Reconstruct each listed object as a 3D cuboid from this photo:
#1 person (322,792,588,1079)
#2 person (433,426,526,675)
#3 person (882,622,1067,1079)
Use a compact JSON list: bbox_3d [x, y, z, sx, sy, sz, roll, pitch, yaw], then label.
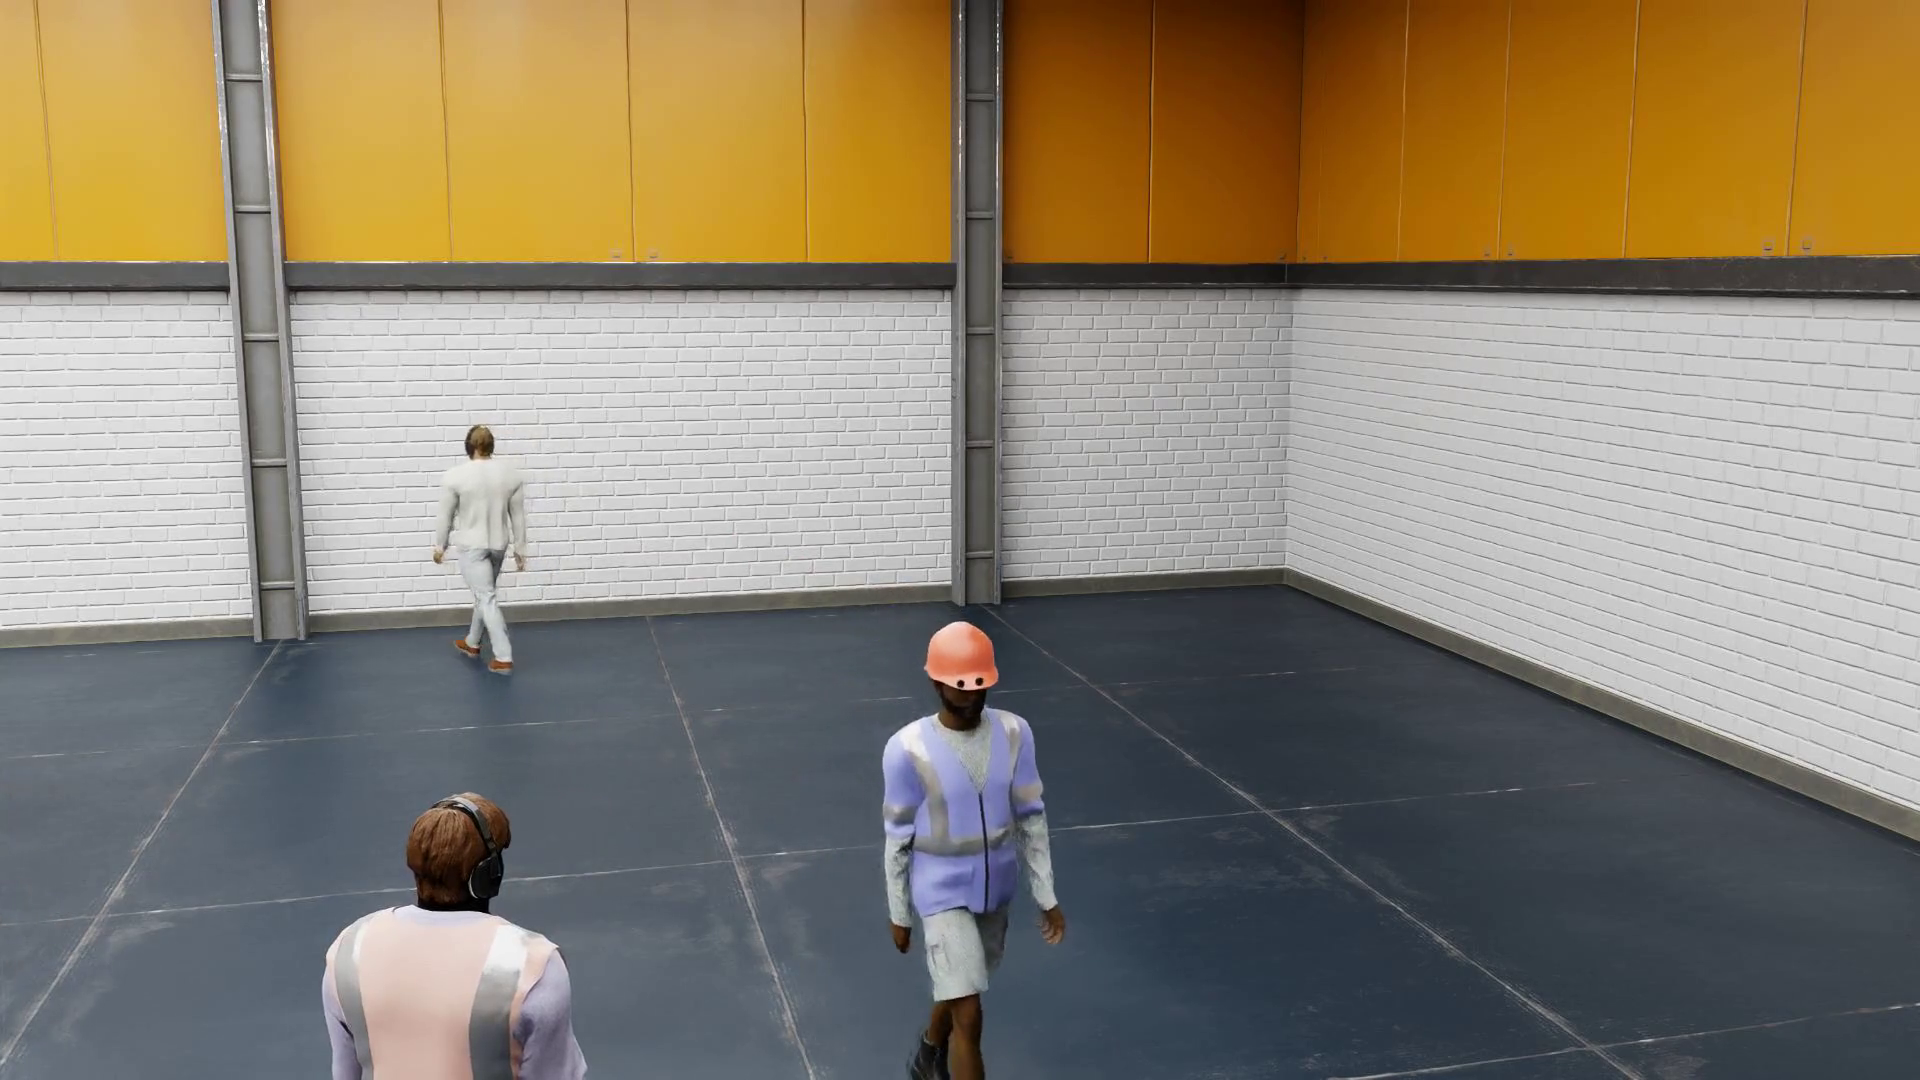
[{"bbox_3d":[-1.146,1.494,3.935,0.633,1.843,0.429,2,9,15],"label":"person"},{"bbox_3d":[-3.716,0.054,12.824,0.998,1.881,0.632,9,13,44],"label":"person"},{"bbox_3d":[0.011,1.191,5.702,0.562,1.896,0.982,-5,10,-29],"label":"person"}]
